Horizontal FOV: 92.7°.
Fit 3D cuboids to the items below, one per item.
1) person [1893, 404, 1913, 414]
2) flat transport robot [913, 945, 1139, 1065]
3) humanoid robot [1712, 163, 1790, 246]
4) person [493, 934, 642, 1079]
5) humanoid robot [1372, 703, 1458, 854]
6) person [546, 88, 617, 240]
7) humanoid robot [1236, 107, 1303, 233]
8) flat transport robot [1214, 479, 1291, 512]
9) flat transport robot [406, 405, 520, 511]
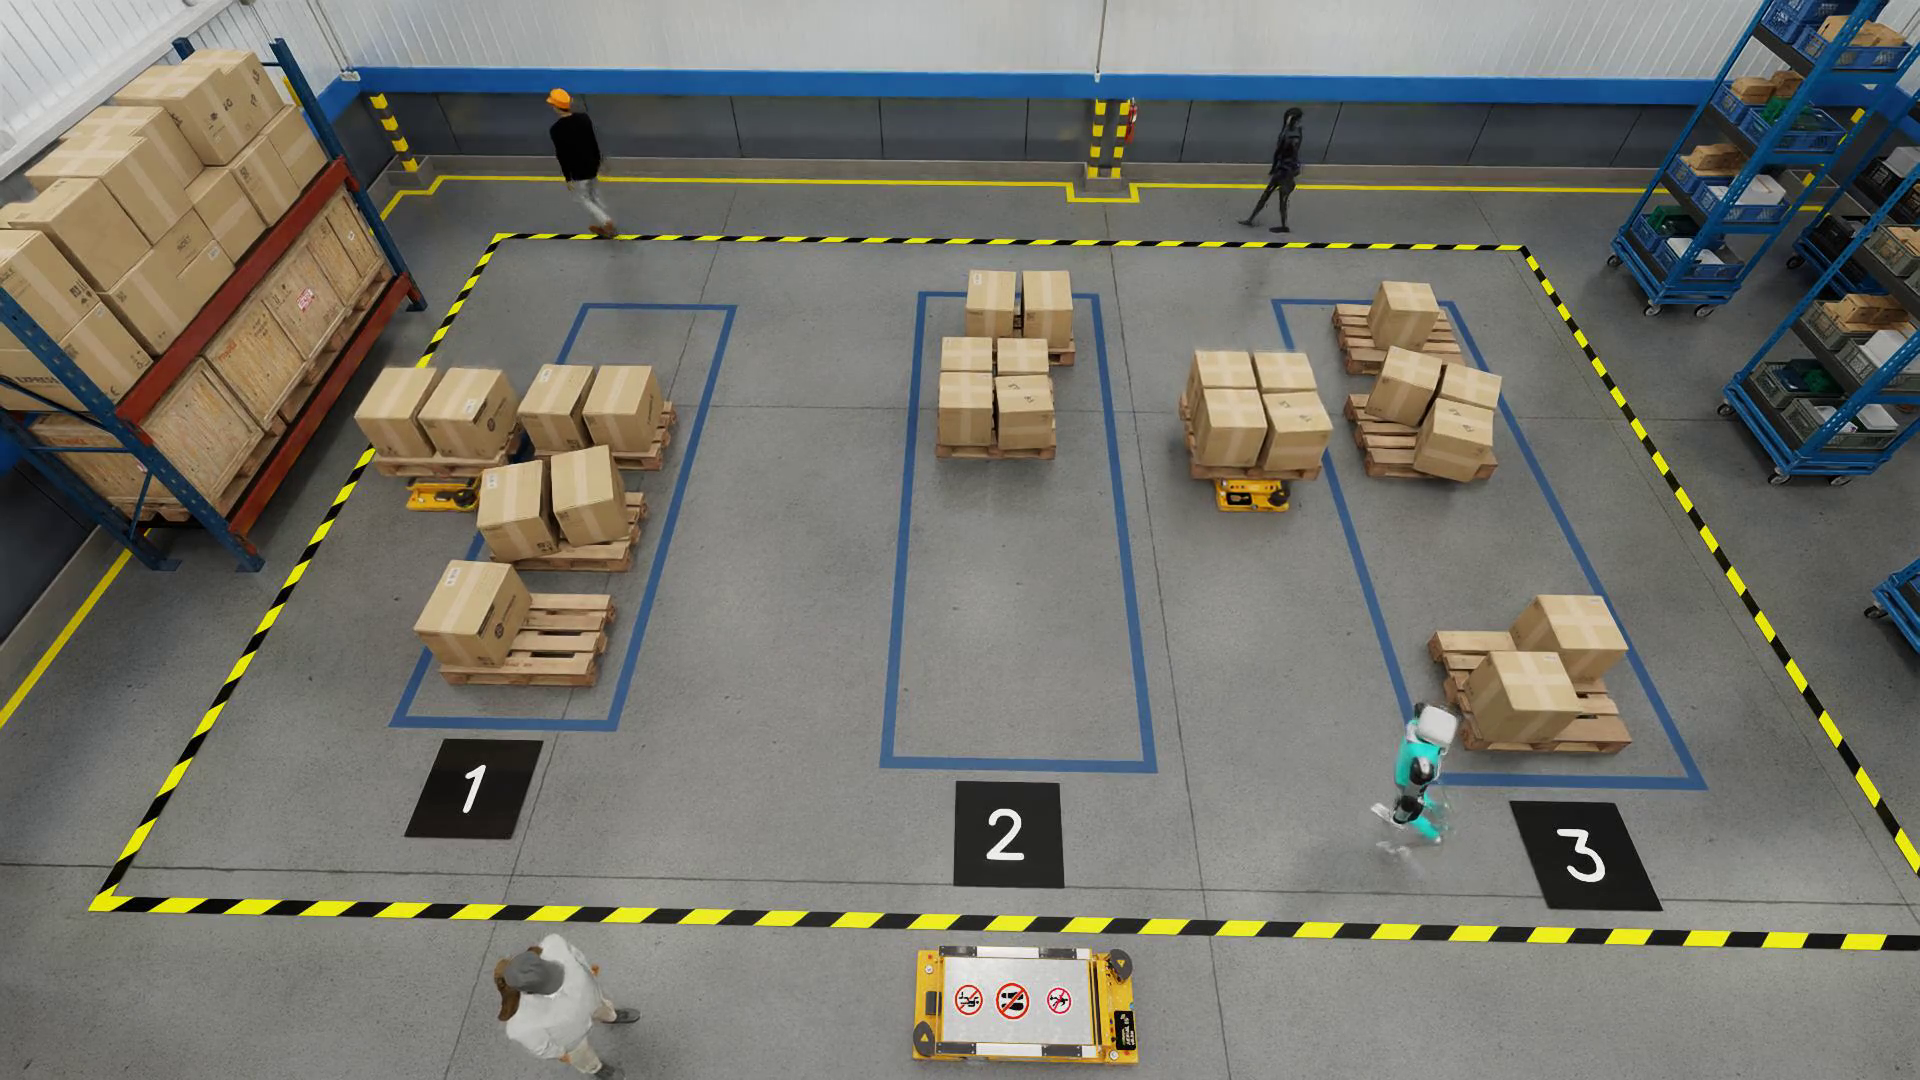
[{"bbox_3d":[10.209,-2.095,9.117,0.629,1.939,0.373,-7,51,-6],"label":"person"},{"bbox_3d":[0.422,3.041,6.007,1.431,0.231,0.659,1,51,1],"label":"flat transport robot"},{"bbox_3d":[9.320,-3.974,10.827,0.601,1.639,0.688,-8,51,-6],"label":"humanoid robot"},{"bbox_3d":[-2.257,2.715,5.307,0.407,1.761,0.565,5,51,4],"label":"person"},{"bbox_3d":[3.146,1.695,6.158,0.783,1.754,0.588,16,52,12],"label":"humanoid robot"},{"bbox_3d":[-4.570,-4.507,11.125,0.478,1.873,0.606,23,55,18],"label":"person"},{"bbox_3d":[3.933,-4.508,11.269,0.699,1.631,0.608,-5,51,-4],"label":"humanoid robot"},{"bbox_3d":[2.834,-0.886,9.190,0.652,0.197,1.431,1,51,1],"label":"flat transport robot"},{"bbox_3d":[-4.967,-0.888,9.191,0.652,0.197,1.431,1,51,1],"label":"flat transport robot"}]
